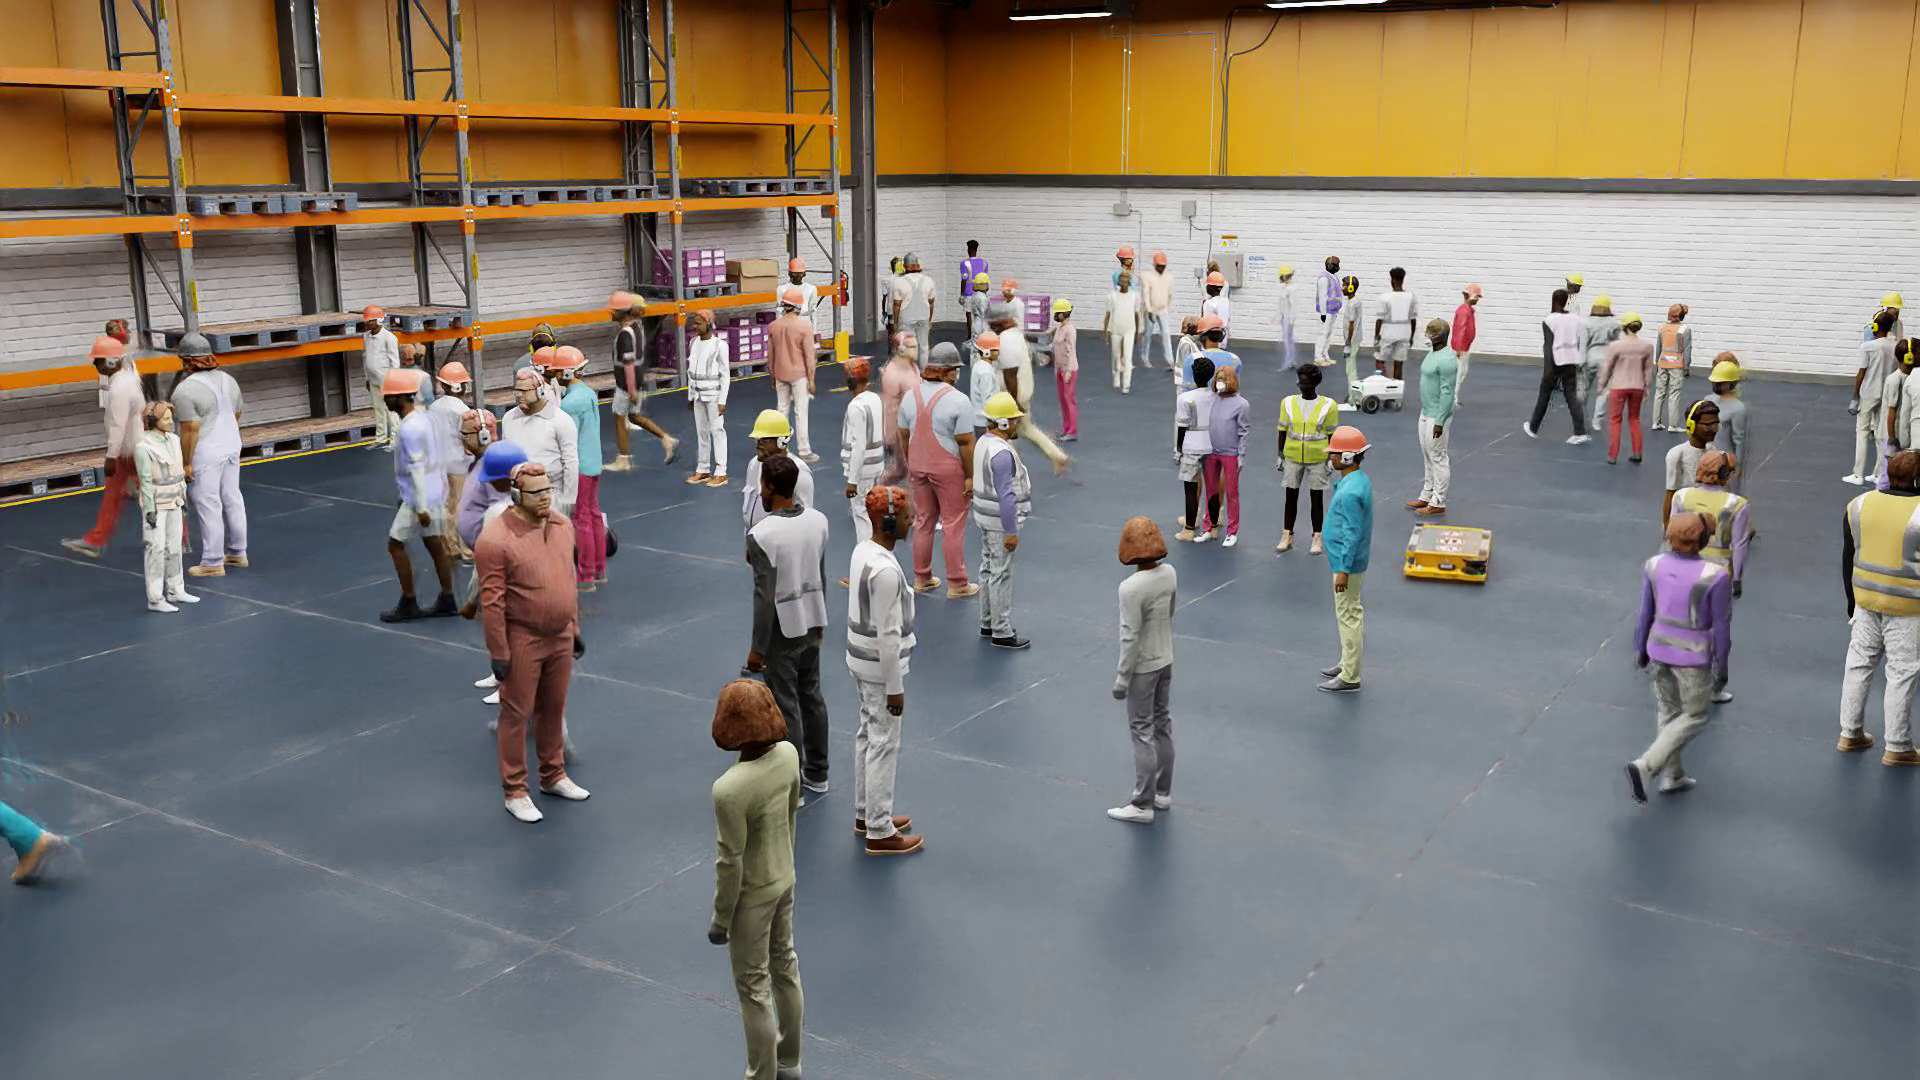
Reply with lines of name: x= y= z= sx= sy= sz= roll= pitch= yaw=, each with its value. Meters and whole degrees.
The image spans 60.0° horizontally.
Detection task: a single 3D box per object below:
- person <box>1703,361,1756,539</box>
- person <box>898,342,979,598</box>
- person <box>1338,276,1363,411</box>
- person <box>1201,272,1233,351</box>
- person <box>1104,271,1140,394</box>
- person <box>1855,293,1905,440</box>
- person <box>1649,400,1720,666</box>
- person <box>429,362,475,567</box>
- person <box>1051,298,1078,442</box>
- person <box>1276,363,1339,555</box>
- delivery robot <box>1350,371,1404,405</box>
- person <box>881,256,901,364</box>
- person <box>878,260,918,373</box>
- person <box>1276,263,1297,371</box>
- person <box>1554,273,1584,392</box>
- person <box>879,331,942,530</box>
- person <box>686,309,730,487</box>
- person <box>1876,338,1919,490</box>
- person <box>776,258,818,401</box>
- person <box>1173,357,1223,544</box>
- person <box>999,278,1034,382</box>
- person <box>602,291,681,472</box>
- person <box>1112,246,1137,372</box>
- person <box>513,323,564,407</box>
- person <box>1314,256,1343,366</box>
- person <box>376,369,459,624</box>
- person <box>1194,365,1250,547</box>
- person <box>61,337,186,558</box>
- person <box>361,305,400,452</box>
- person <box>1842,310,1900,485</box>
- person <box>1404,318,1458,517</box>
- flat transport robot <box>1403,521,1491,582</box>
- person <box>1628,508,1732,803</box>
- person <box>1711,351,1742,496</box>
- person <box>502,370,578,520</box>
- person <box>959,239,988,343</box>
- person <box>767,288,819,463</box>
person: x=6.728 y=-0.723 z=14.623 sx=0.859 sy=1.730 sz=0.529 roll=-2 pitch=13 yaw=-10
person: x=-0.119 y=-0.567 z=13.267 sx=0.689 sy=2.000 sz=0.537 roll=10 pitch=16 yaw=36
person: x=5.392 y=-2.709 z=22.969 sx=0.326 sy=1.861 sz=0.499 roll=4 pitch=13 yaw=15
person: x=3.441 y=-2.663 z=22.572 sx=0.344 sy=1.942 sz=0.551 roll=12 pitch=18 yaw=43
person: x=2.420 y=-3.119 z=24.852 sx=0.520 sy=1.817 sz=0.906 roll=1 pitch=13 yaw=3
person: x=11.435 y=-2.151 z=20.627 sx=0.585 sy=1.824 sz=0.405 roll=-6 pitch=14 yaw=-26
person: x=4.955 y=-0.027 z=11.323 sx=0.535 sy=1.859 sz=0.309 roll=-9 pitch=16 yaw=-34
person: x=-4.288 y=-0.648 z=14.245 sx=0.559 sy=1.752 sz=0.325 roll=11 pitch=17 yaw=39
person: x=1.277 y=-2.096 z=20.521 sx=0.340 sy=1.757 sz=0.518 roll=-4 pitch=14 yaw=-17
person: x=3.048 y=-0.713 z=14.657 sx=0.541 sy=1.693 sz=0.315 roll=6 pitch=14 yaw=23
delivery robot: x=5.753 y=-2.090 z=22.920 sx=0.707 sy=0.478 sz=0.477 roll=-5 pitch=14 yaw=-19
person: x=-1.032 y=-3.676 z=27.126 sx=0.513 sy=1.872 sz=0.328 roll=-2 pitch=13 yaw=-8
person: x=-0.849 y=-3.465 z=26.230 sx=0.955 sy=1.861 sz=0.586 roll=3 pitch=13 yaw=12
person: x=5.356 y=-3.645 z=27.251 sx=0.353 sy=1.768 sz=0.534 roll=0 pitch=13 yaw=-1
person: x=9.104 y=-3.093 z=24.842 sx=0.327 sy=1.760 sz=0.524 roll=-1 pitch=13 yaw=-4
person: x=-0.561 y=-1.041 z=15.687 sx=0.866 sy=1.882 sz=0.653 roll=3 pitch=13 yaw=14
person: x=-2.692 y=-1.513 z=17.707 sx=0.573 sy=1.887 sz=0.355 roll=10 pitch=17 yaw=38
person: x=8.503 y=-0.899 z=15.078 sx=0.315 sy=1.871 sz=0.534 roll=10 pitch=16 yaw=36
person: x=-2.326 y=-3.019 z=23.897 sx=0.608 sy=2.044 sz=0.370 roll=-5 pitch=14 yaw=-22
person: x=2.180 y=-0.812 z=15.084 sx=0.537 sy=1.696 sz=0.318 roll=-5 pitch=14 yaw=-23
person: x=0.794 y=-2.961 z=24.313 sx=0.490 sy=1.735 sz=0.576 roll=-7 pitch=15 yaw=-27
person: x=-3.576 y=-1.751 z=18.430 sx=0.794 sy=2.026 sz=0.602 roll=1 pitch=13 yaw=3
person: x=2.691 y=-3.765 z=27.130 sx=0.372 sy=2.042 sz=0.615 roll=5 pitch=14 yaw=21
person: x=-3.888 y=-1.083 z=15.726 sx=0.627 sy=1.940 sz=0.373 roll=4 pitch=13 yaw=15
person: x=6.184 y=-3.835 z=27.896 sx=0.430 sy=1.837 sz=0.627 roll=7 pitch=15 yaw=29
person: x=-4.154 y=-0.323 z=12.475 sx=0.712 sy=1.916 sz=0.555 roll=-1 pitch=13 yaw=-6
person: x=2.360 y=-0.761 z=14.994 sx=0.499 sy=1.636 sz=0.286 roll=10 pitch=16 yaw=36
person: x=-7.308 y=-0.776 z=14.378 sx=1.025 sy=1.938 sz=0.647 roll=-7 pitch=15 yaw=-27
person: x=-6.903 y=-1.924 z=19.784 sx=0.564 sy=1.749 sz=0.344 roll=9 pitch=16 yaw=34
person: x=9.761 y=-1.511 z=17.770 sx=0.503 sy=1.861 sz=0.329 roll=-2 pitch=13 yaw=-10
person: x=4.624 y=-1.195 z=16.218 sx=0.373 sy=1.939 sz=0.630 roll=0 pitch=13 yaw=0
flat transport robot: x=4.211 y=0.086 z=14.312 sx=0.652 sy=0.197 sz=1.431 roll=4 pitch=14 yaw=18
person: x=3.853 y=0.635 z=8.959 sx=0.611 sy=1.621 sz=0.525 roll=-7 pitch=15 yaw=-28
person: x=7.567 y=-1.070 z=16.389 sx=0.362 sy=1.605 sz=0.657 roll=11 pitch=17 yaw=39
person: x=-3.190 y=-0.328 z=12.522 sx=0.652 sy=1.906 sz=0.405 roll=5 pitch=14 yaw=20
person: x=0.247 y=-4.568 z=30.783 sx=0.610 sy=1.964 sz=0.366 roll=-8 pitch=15 yaw=-32
person: x=-1.915 y=-1.880 z=19.060 sx=0.612 sy=1.994 sz=0.394 roll=7 pitch=15 yaw=26
